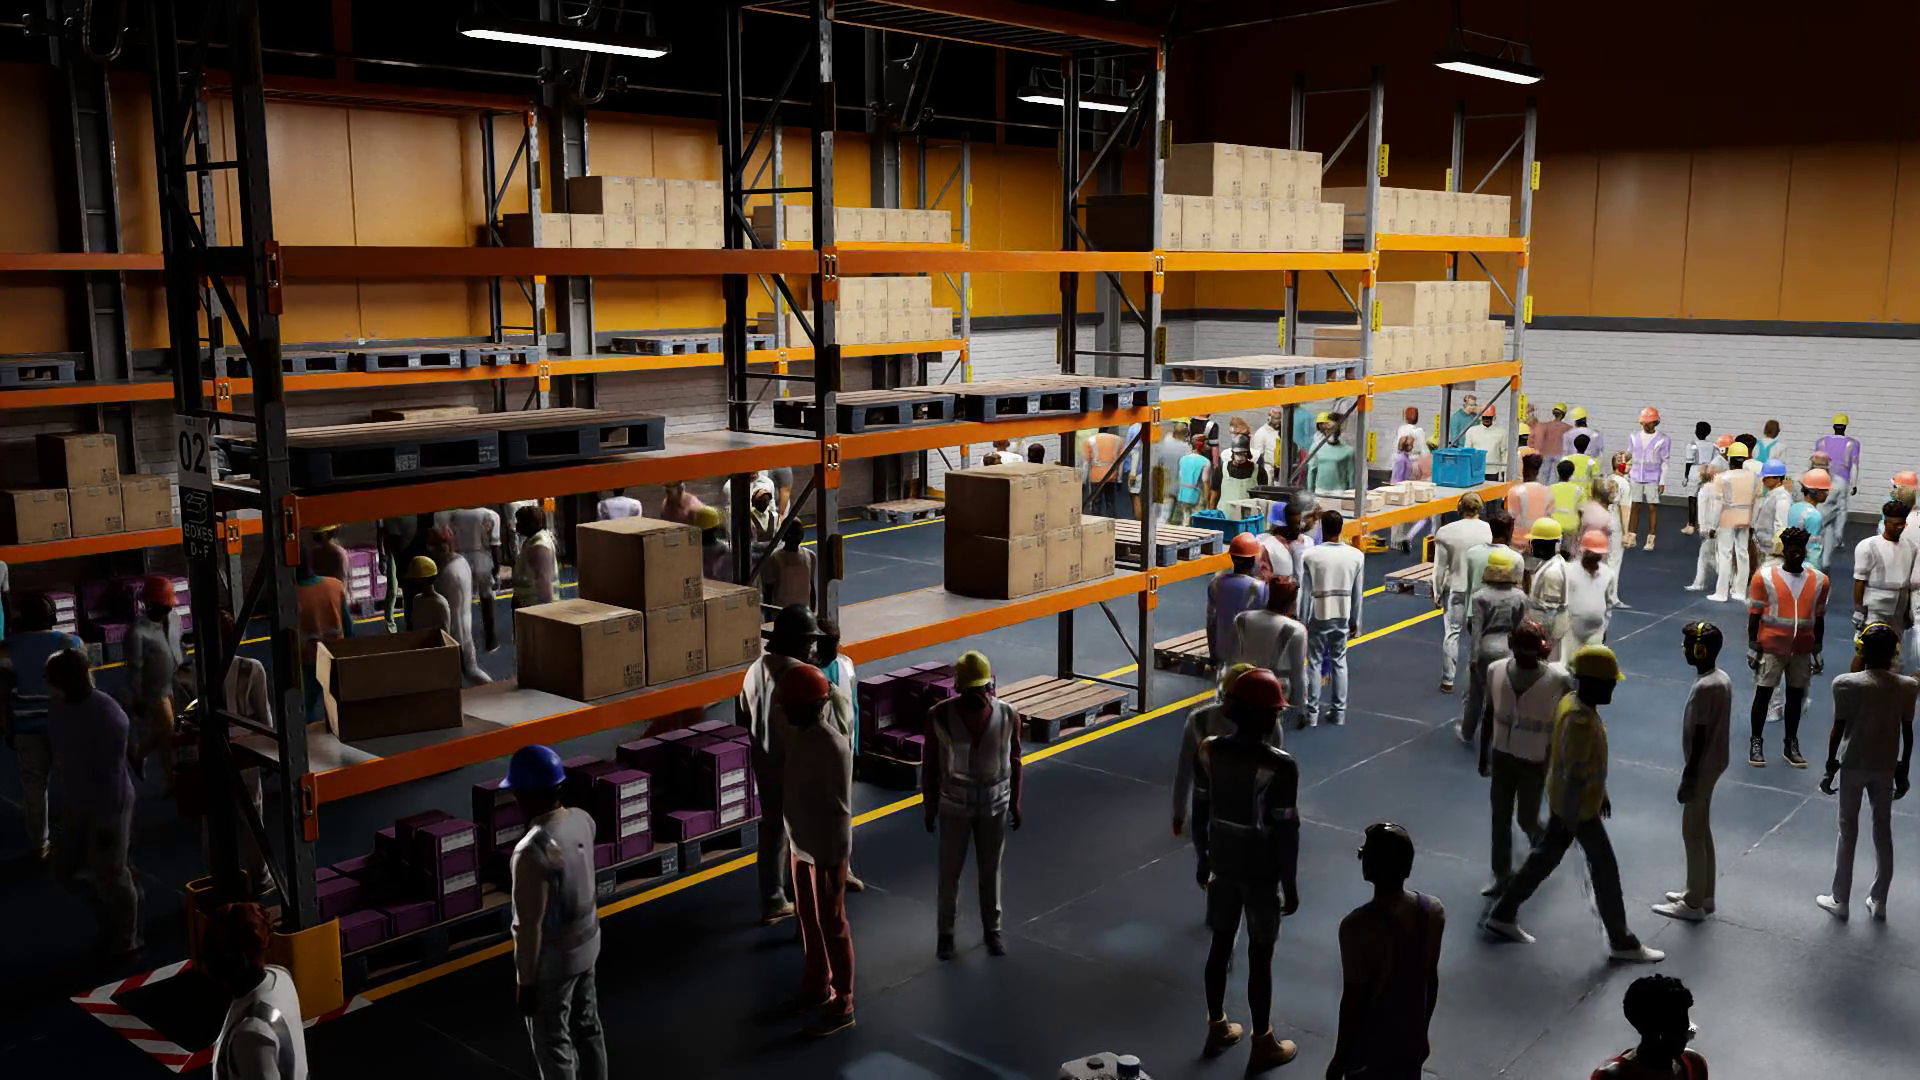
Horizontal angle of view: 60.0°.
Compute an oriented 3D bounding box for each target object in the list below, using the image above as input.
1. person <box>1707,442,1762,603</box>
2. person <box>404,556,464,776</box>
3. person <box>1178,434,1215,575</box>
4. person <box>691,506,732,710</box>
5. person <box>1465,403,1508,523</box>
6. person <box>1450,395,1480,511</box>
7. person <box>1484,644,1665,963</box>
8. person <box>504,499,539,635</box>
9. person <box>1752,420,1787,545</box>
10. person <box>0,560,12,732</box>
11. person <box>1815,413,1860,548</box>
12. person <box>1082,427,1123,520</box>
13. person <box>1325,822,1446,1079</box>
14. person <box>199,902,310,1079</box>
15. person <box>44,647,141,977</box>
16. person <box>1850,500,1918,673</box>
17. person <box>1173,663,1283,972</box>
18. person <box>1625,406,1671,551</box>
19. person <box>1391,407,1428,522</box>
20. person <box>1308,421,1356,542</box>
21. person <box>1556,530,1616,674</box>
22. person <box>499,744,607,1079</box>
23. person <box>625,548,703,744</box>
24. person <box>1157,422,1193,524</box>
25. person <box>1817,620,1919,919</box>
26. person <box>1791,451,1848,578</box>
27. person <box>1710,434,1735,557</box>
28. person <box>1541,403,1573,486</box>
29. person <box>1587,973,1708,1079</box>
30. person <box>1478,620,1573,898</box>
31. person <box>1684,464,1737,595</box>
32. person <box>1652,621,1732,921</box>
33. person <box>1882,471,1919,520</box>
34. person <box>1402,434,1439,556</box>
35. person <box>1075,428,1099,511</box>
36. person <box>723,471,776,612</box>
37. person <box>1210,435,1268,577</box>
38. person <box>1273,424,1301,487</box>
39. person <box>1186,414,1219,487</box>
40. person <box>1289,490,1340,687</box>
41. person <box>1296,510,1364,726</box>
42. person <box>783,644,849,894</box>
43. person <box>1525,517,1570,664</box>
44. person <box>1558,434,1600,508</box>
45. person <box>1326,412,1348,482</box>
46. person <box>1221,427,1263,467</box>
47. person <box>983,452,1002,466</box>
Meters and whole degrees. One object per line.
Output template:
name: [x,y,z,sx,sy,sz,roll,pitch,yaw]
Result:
person: [9.233,-0.206,19.854,0.587,1.928,0.363,-1,10,-8]
person: [-4.210,0.990,13.231,0.349,1.758,0.521,-9,13,-44]
person: [3.049,-0.466,21.657,0.392,1.842,0.564,-6,11,-32]
person: [-2.276,0.613,15.024,0.625,1.897,0.454,7,12,37]
person: [7.767,-1.036,24.613,0.625,1.991,0.389,3,10,15]
person: [8.289,-1.429,27.241,0.642,1.901,0.401,-6,11,-32]
person: [3.603,1.515,9.721,0.980,1.886,0.587,2,10,11]
person: [-4.636,0.124,17.851,0.374,1.935,0.552,2,10,12]
person: [11.628,-0.838,24.041,0.975,1.802,0.513,-9,13,-44]
person: [-8.325,0.790,14.156,0.328,1.842,0.516,5,11,28]
person: [12.504,-0.852,23.760,0.589,1.918,0.396,9,13,42]
person: [2.052,-0.892,24.014,0.601,1.914,0.434,-3,10,-16]
person: [1.705,2.032,6.736,0.507,1.846,0.346,-5,11,-28]
person: [-2.438,2.164,5.829,0.337,1.882,0.584,-3,10,-16]
person: [-4.948,1.538,9.459,0.649,1.920,0.444,4,10,25]
person: [8.280,0.604,14.906,0.612,1.962,0.363,-2,10,-12]
person: [1.588,1.561,9.799,0.627,1.784,0.931,3,10,18]
person: [9.661,-0.866,23.448,0.608,2.044,0.372,9,13,43]
person: [6.909,-1.146,25.766,1.003,1.842,0.582,-4,10,-23]
person: [5.084,-0.677,22.681,0.681,1.922,0.543,4,10,24]
person: [5.515,0.738,14.807,0.570,1.725,0.653,-1,10,-5]
person: [-1.835,1.861,7.490,0.419,1.937,0.610,2,10,13]
person: [-2.250,0.875,13.058,0.822,2.000,0.685,-4,10,-22]
person: [2.909,-0.657,22.648,0.637,1.901,0.914,8,12,38]
person: [5.613,1.422,10.308,0.514,1.872,0.328,1,10,7]
person: [9.933,-0.106,19.383,0.662,1.885,0.429,7,12,36]
person: [10.257,-0.549,22.415,0.330,1.753,0.561,6,11,33]
person: [9.824,-1.386,27.419,0.534,1.757,0.337,7,12,37]
person: [2.328,2.285,5.668,0.532,1.696,0.319,-5,11,-27]
person: [3.617,1.384,10.654,0.587,1.820,0.497,9,13,43]
person: [9.248,-0.120,20.296,0.533,1.612,0.692,-8,13,-41]
person: [4.582,1.427,10.338,0.344,1.856,0.525,7,12,34]
person: [10.539,0.081,18.702,0.348,1.740,0.574,5,11,27]
person: [6.359,-0.582,22.618,0.574,1.754,0.529,-5,11,-26]
person: [2.045,-1.350,27.191,0.529,1.762,0.338,2,10,12]
person: [-2.390,-0.063,19.102,0.644,1.898,0.398,-6,11,-31]
person: [3.296,-0.233,19.677,0.673,2.000,0.535,1,10,7]
person: [4.836,-0.892,24.665,0.536,1.683,0.339,-7,12,-36]
person: [3.706,-1.191,25.437,0.616,2.030,0.408,8,12,40]
person: [3.219,0.453,15.581,0.699,2.000,1.027,6,11,31]
person: [3.243,0.688,14.584,0.600,1.908,0.396,-2,10,-13]
person: [-0.967,1.439,10.555,0.573,1.746,0.347,7,12,38]
person: [4.964,0.758,14.137,0.389,1.922,0.589,3,10,17]
person: [8.553,-0.619,23.004,0.540,1.695,0.317,5,11,27]
person: [5.544,-0.968,24.655,0.392,1.847,0.643,8,12,40]
person: [3.799,-0.608,22.481,0.565,1.850,0.390,3,10,16]
person: [0.348,-0.126,19.621,0.329,1.844,0.509,2,10,12]
